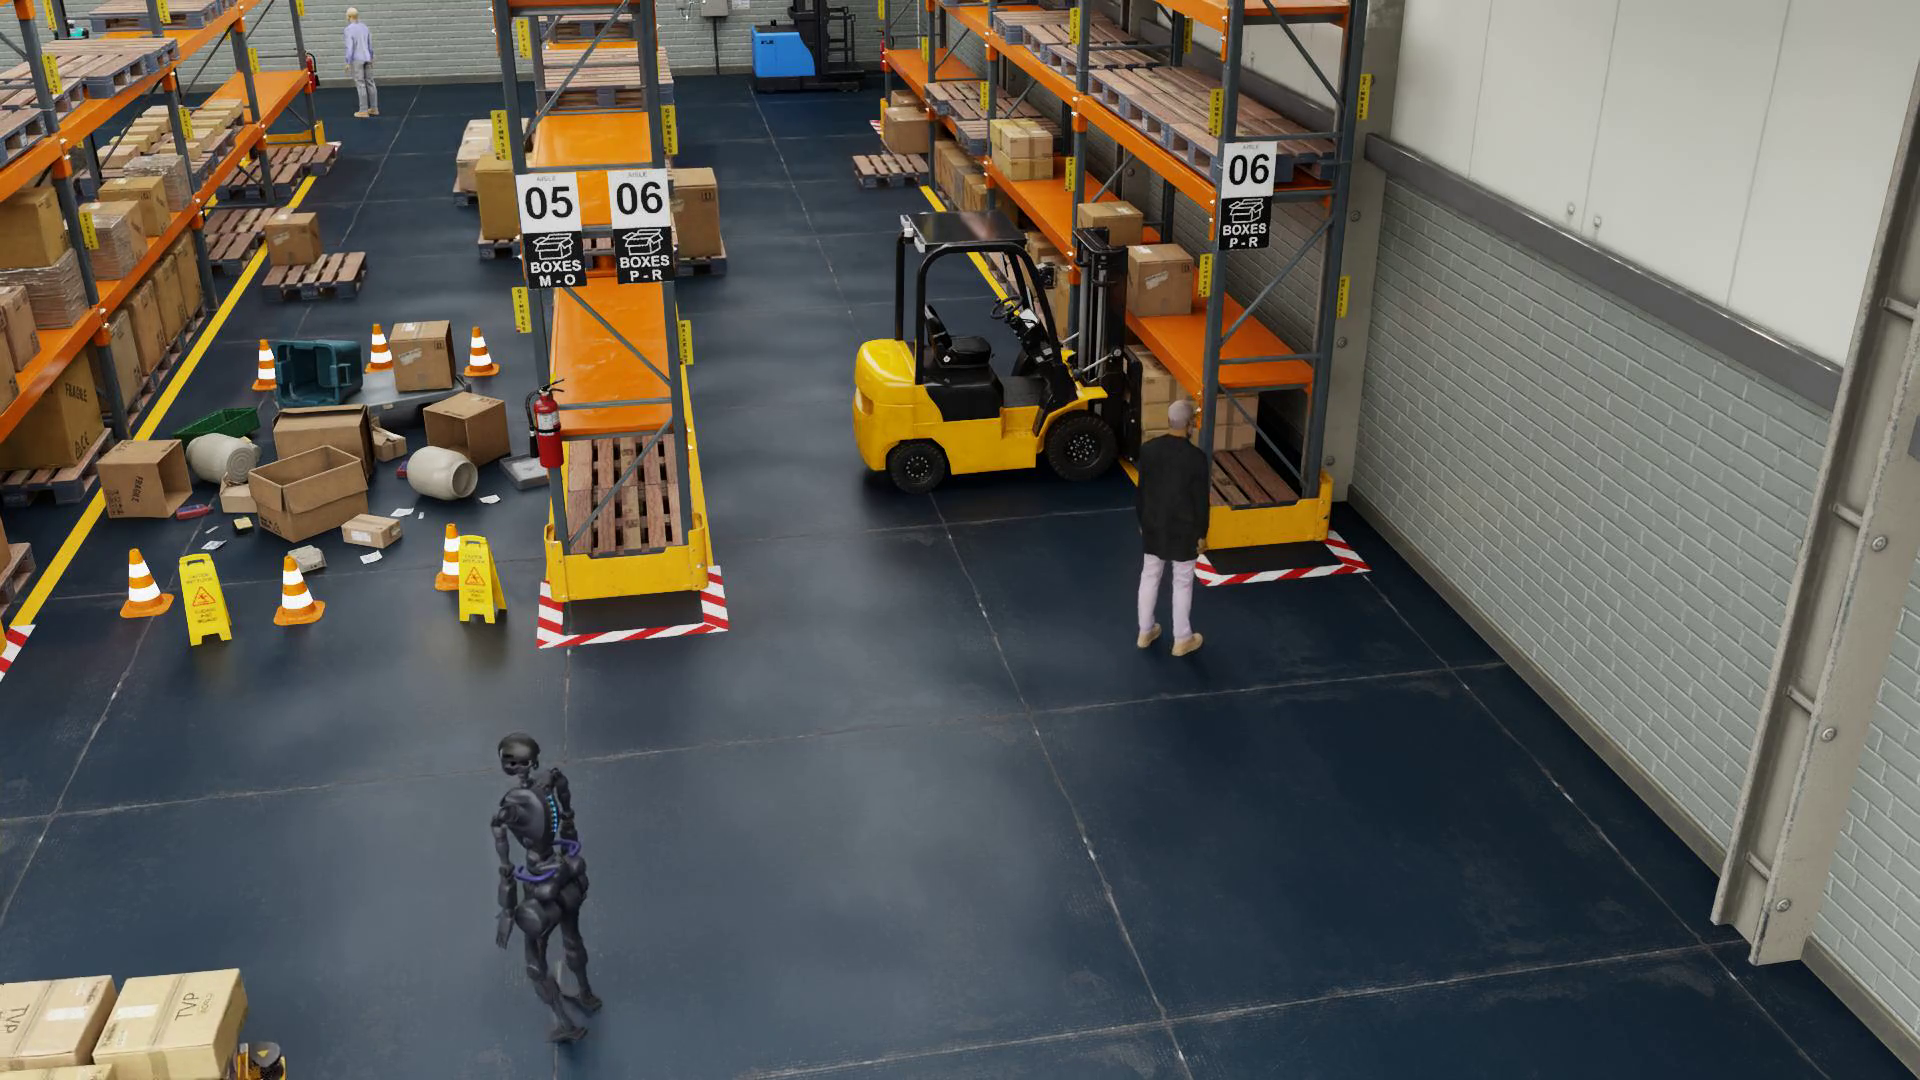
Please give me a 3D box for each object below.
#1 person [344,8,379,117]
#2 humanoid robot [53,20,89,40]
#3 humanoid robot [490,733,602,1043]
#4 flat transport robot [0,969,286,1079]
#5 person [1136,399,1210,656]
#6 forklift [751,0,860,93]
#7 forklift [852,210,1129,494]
[{"bbox_3d":[-10.175,-8.107,28.246,0.395,1.799,0.589,13,28,24],"label":"person"},{"bbox_3d":[-14.726,-7.745,27.689,0.542,1.902,0.728,-22,33,-37],"label":"humanoid robot"},{"bbox_3d":[-1.984,1.680,8.020,0.378,1.661,0.596,12,28,23],"label":"humanoid robot"},{"bbox_3d":[-3.798,2.712,7.480,1.431,0.231,0.659,-10,27,-19],"label":"flat transport robot"},{"bbox_3d":[1.461,-0.082,11.467,0.544,1.854,0.404,16,30,30],"label":"person"},{"bbox_3d":[-2.872,-9.679,30.288,1.873,2.768,1.129,-5,26,-10],"label":"forklift"},{"bbox_3d":[0.216,-1.659,14.366,2.313,2.155,1.214,-5,26,-10],"label":"forklift"}]
